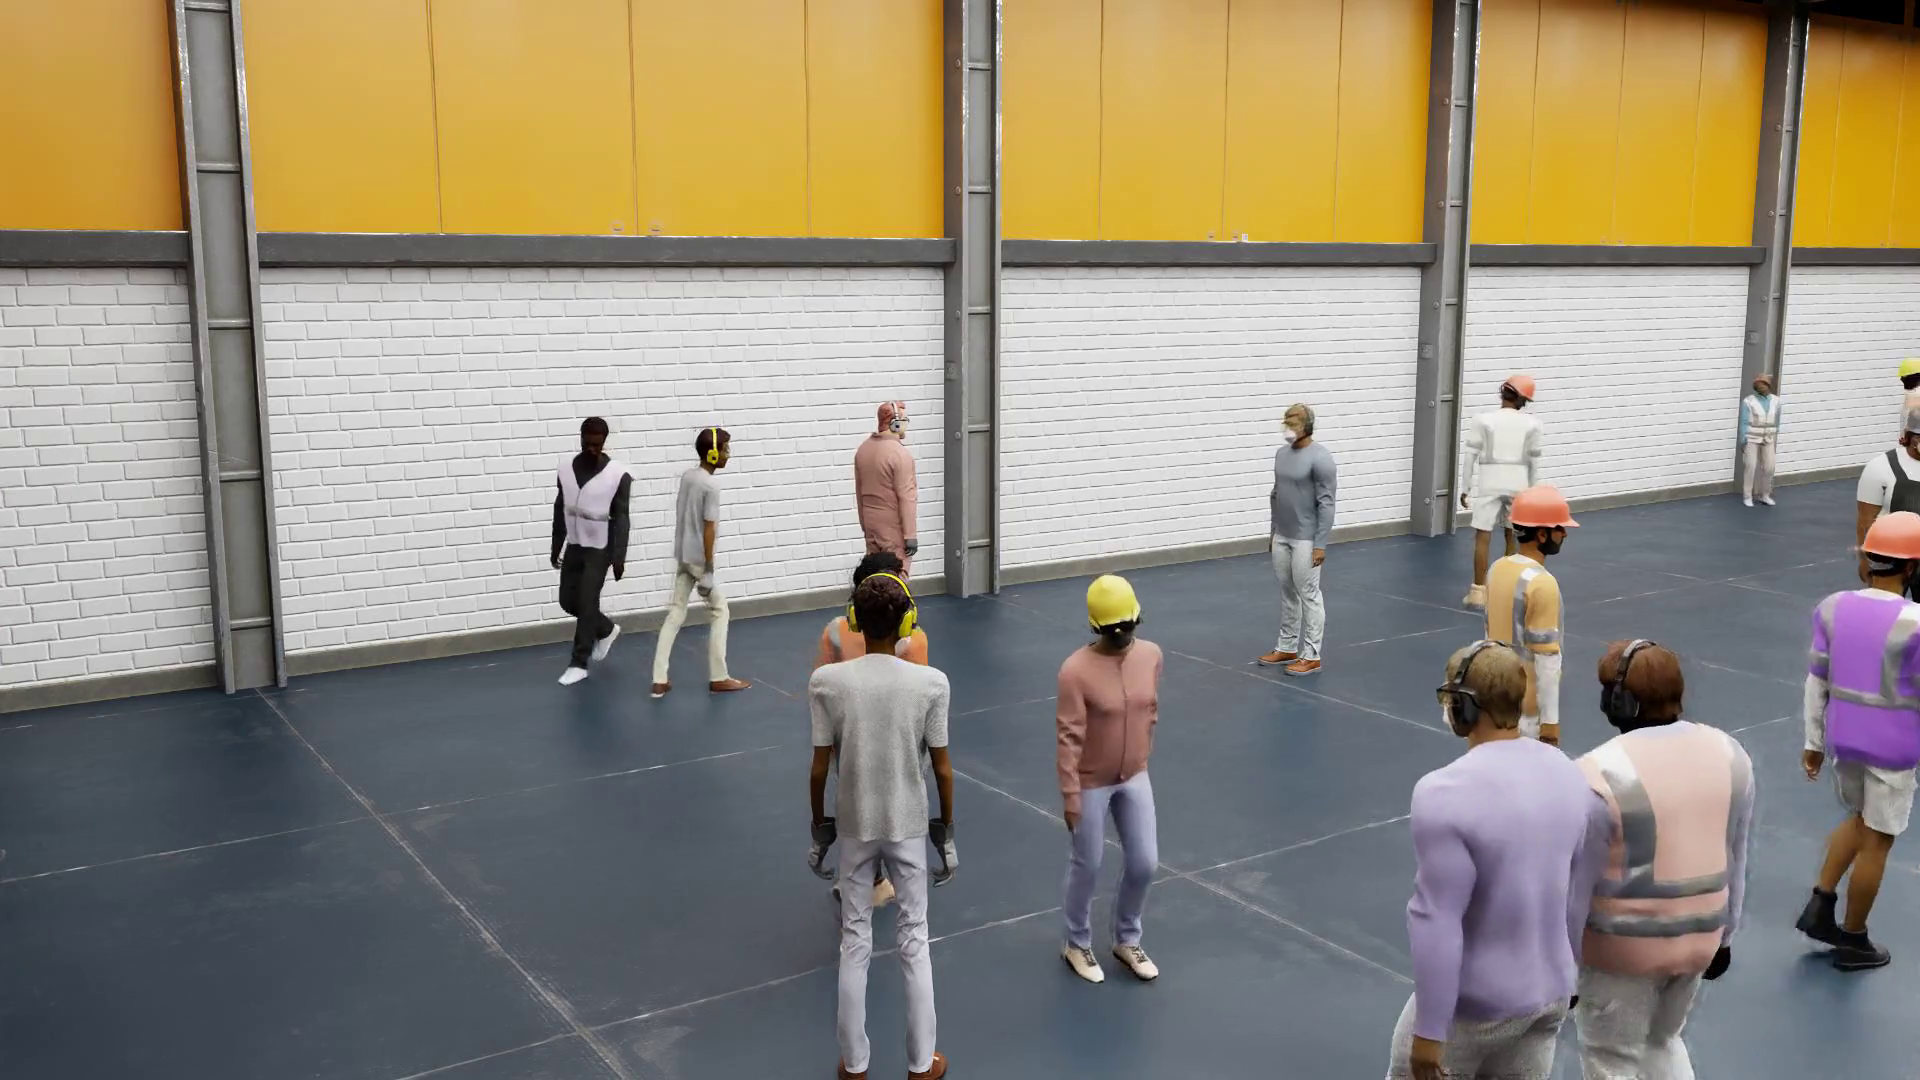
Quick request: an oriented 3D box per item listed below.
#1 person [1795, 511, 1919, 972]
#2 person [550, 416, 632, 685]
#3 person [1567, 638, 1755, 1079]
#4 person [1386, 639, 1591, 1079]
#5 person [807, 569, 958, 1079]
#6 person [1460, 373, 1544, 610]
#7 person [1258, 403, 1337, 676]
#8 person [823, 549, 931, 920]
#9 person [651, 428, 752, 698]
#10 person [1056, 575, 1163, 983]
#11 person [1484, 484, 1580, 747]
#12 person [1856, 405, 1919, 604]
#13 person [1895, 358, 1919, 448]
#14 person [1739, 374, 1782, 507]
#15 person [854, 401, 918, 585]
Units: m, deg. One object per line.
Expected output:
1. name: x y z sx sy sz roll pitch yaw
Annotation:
1. person: 3.781 0.838 6.826 0.408 1.922 0.551 -3 10 -19
2. person: -2.553 0.054 11.662 0.660 1.879 0.616 4 10 25
3. person: 2.009 1.197 4.923 0.652 1.832 0.430 -3 10 -19
4. person: 1.430 1.226 4.504 0.690 1.913 0.476 -6 11 -33
5. person: -0.271 1.030 5.820 0.532 1.868 0.310 0 9 2
6. person: 4.614 -0.419 14.175 0.652 1.985 0.708 1 9 7
7. person: 2.411 -0.009 11.870 0.357 1.937 0.637 -4 10 -24
8. person: -0.406 0.882 7.278 0.538 1.679 0.636 5 11 30
9. person: -1.808 0.161 11.235 0.682 1.827 0.517 -8 12 -39
10. person: 0.575 0.962 6.646 0.540 1.726 0.541 -5 11 -28
11. person: 2.574 0.710 7.543 0.362 1.938 0.545 -1 10 -9
12. person: 6.336 0.079 11.033 0.699 2.000 0.536 2 10 10
13. person: 10.645 -1.063 18.405 0.815 1.892 0.632 8 12 39
14. person: 9.548 -1.183 19.905 0.536 1.611 0.442 0 9 -2
15. person: -0.507 -0.089 12.447 0.403 1.906 0.651 -7 12 -36
